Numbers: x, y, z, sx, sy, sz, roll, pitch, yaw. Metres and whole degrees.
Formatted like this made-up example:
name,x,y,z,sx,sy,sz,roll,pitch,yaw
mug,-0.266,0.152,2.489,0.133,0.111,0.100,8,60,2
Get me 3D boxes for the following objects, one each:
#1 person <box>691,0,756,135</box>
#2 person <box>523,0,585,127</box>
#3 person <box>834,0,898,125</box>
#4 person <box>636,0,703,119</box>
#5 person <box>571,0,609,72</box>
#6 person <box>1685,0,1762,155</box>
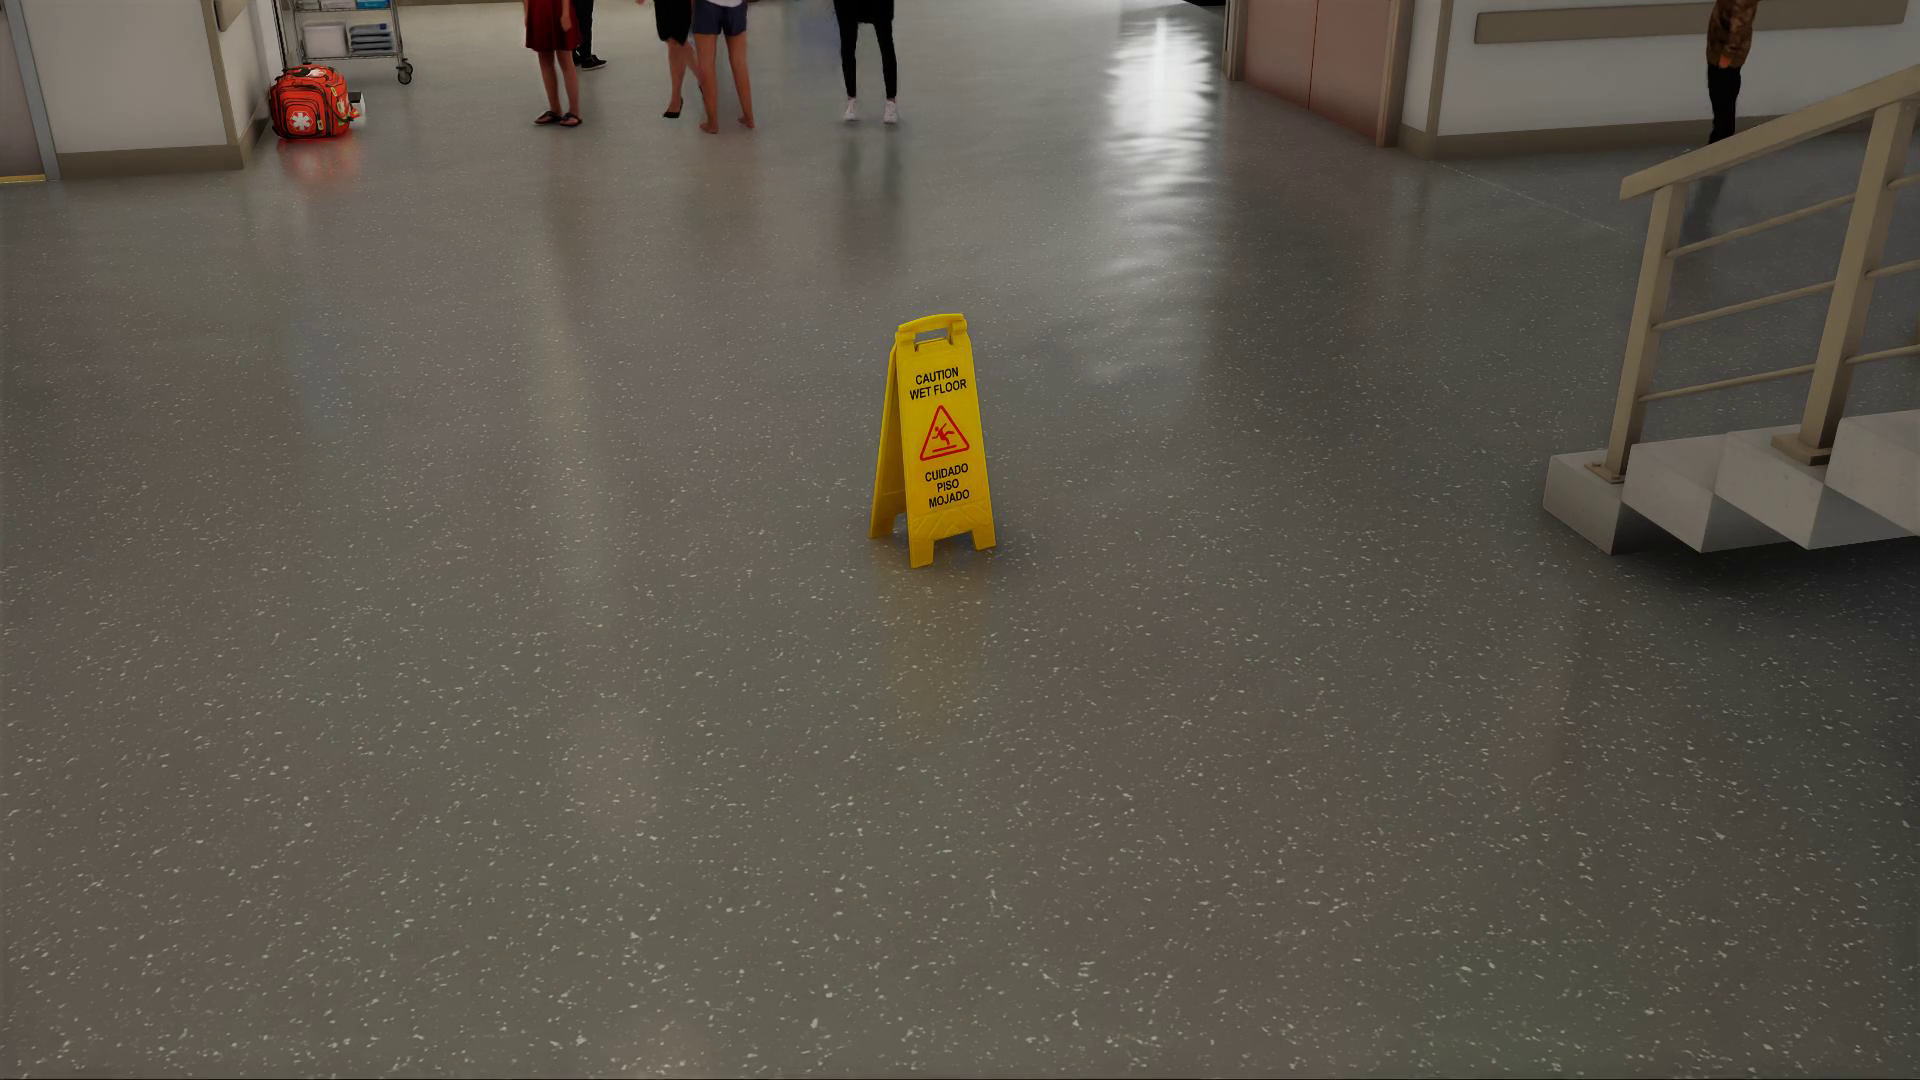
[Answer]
name,x,y,z,sx,sy,sz,roll,pitch,yaw
person,-1.605,-3.548,11.087,0.610,1.615,0.585,-14,29,-26
person,-2.782,-3.602,11.276,0.671,1.548,0.733,11,28,22
person,-0.690,-3.744,11.286,0.654,1.794,0.585,-10,28,-20
person,-1.968,-3.817,11.618,1.063,1.638,1.202,7,27,15
person,-3.083,-4.514,13.278,0.634,1.452,0.706,16,30,30
person,4.735,-3.031,10.200,0.744,1.454,0.665,10,27,19
